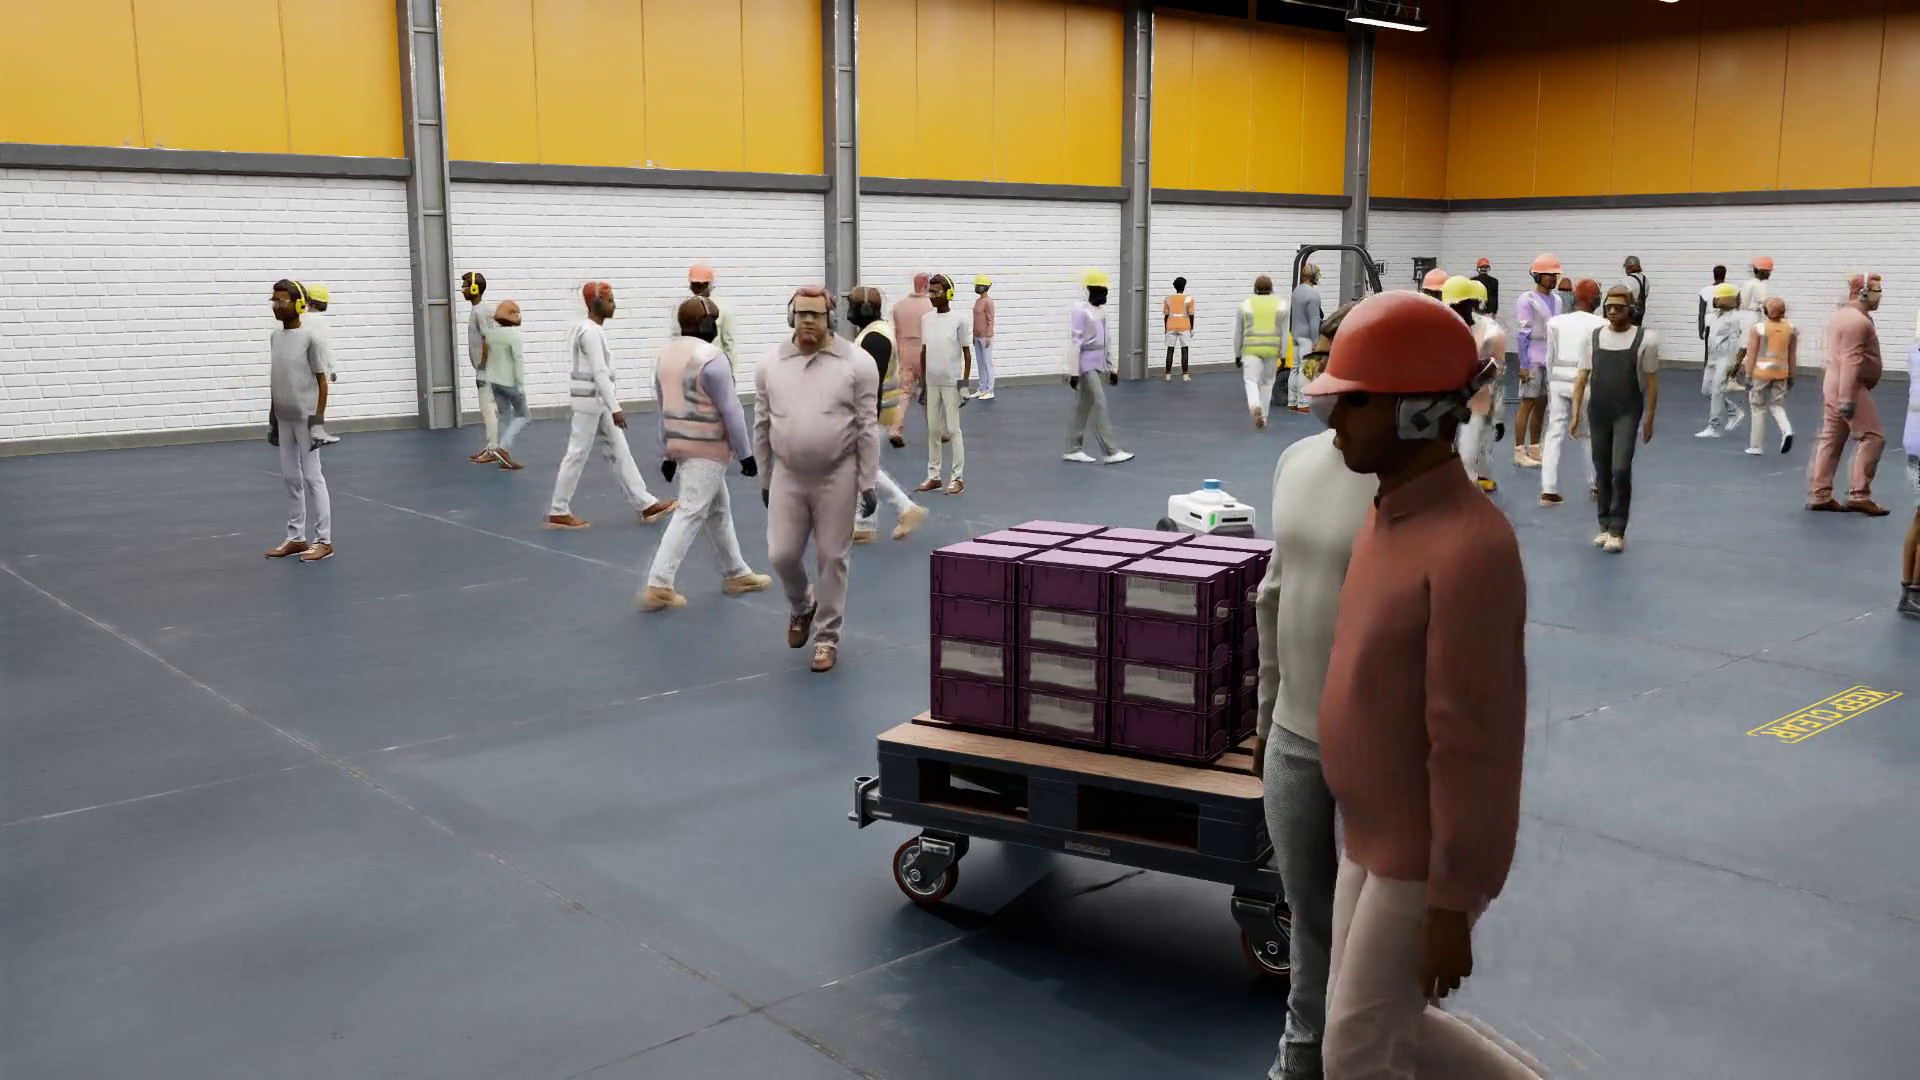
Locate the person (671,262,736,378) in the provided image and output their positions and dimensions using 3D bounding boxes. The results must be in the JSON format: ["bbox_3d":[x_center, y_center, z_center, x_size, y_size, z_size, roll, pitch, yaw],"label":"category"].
[{"bbox_3d":[-2.391,-1.614,15.593,0.625,1.973,0.829,3,10,15],"label":"person"}]

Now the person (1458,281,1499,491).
[{"bbox_3d":[4.387,-1.304,14.226,0.600,1.809,0.607,9,13,42],"label":"person"}]

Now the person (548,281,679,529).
[{"bbox_3d":[-2.620,-0.986,12.317,0.992,1.826,0.583,-1,10,-4],"label":"person"}]

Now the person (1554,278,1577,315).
[{"bbox_3d":[10.948,-3.938,30.185,0.507,1.632,0.275,2,10,10],"label":"person"}]

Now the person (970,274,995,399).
[{"bbox_3d":[0.316,-2.876,23.574,0.309,1.772,0.525,-5,11,-25],"label":"person"}]

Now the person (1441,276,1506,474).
[{"bbox_3d":[3.622,-0.954,11.982,0.624,1.890,0.820,5,11,28],"label":"person"}]

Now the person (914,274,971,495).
[{"bbox_3d":[-0.148,-1.320,14.169,0.539,1.869,0.313,7,12,34],"label":"person"}]

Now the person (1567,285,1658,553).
[{"bbox_3d":[4.463,-0.825,11.416,0.509,1.821,0.715,8,12,38],"label":"person"}]

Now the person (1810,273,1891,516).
[{"bbox_3d":[7.074,-1.132,13.003,0.689,1.883,0.680,3,10,18],"label":"person"}]

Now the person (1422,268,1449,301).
[{"bbox_3d":[4.161,-1.435,14.705,0.564,1.919,0.727,1,10,7],"label":"person"}]

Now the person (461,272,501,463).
[{"bbox_3d":[-4.699,-1.685,16.311,0.309,1.868,0.535,-3,10,-15],"label":"person"}]

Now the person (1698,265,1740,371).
[{"bbox_3d":[11.832,-3.340,25.945,0.598,1.893,0.817,4,11,23],"label":"person"}]

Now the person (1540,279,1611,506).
[{"bbox_3d":[5.062,-1.210,13.618,0.587,1.829,0.972,9,13,41],"label":"person"}]

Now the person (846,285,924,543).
[{"bbox_3d":[-0.599,-0.858,11.603,0.541,1.825,0.640,-1,10,-8],"label":"person"}]

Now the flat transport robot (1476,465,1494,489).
[{"bbox_3d":[3.906,-0.599,14.623,1.431,0.197,0.652,2,10,10],"label":"flat transport robot"}]

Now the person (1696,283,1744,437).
[{"bbox_3d":[8.561,-2.007,18.614,0.516,1.728,0.486,-1,10,-7],"label":"person"}]

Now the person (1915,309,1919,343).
[{"bbox_3d":[10.409,-1.911,17.737,0.404,1.832,0.594,1,10,7],"label":"person"}]

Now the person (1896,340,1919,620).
[{"bbox_3d":[5.496,-0.497,9.305,0.365,1.898,0.705,1,10,6],"label":"person"}]

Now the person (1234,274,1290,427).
[{"bbox_3d":[3.521,-2.183,19.411,0.621,1.821,0.764,1,10,4],"label":"person"}]

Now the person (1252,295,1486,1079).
[{"bbox_3d":[0.851,0.447,3.619,0.372,1.940,0.630,-5,11,-28],"label":"person"}]

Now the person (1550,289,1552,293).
[{"bbox_3d":[9.641,-3.484,27.523,0.498,1.634,0.280,4,10,21],"label":"person"}]

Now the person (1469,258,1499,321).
[{"bbox_3d":[9.773,-4.283,31.181,0.609,1.986,0.401,-1,10,-3],"label":"person"}]

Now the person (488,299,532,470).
[{"bbox_3d":[-4.266,-1.450,15.662,0.493,1.617,0.376,7,12,37],"label":"person"}]

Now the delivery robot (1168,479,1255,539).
[{"bbox_3d":[1.648,-0.156,10.920,0.477,0.478,0.707,-3,10,-17],"label":"delivery robot"}]

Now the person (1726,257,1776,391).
[{"bbox_3d":[11.929,-3.212,24.848,0.880,2.002,0.621,2,10,10],"label":"person"}]

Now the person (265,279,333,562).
[{"bbox_3d":[-4.427,-0.793,11.072,0.508,1.876,0.328,5,11,27],"label":"person"}]

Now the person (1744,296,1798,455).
[{"bbox_3d":[8.197,-1.642,16.786,0.516,1.624,0.491,0,10,-3],"label":"person"}]

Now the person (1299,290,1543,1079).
[{"bbox_3d":[0.895,0.534,3.039,0.718,1.971,0.622,0,10,0],"label":"person"}]

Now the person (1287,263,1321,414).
[{"bbox_3d":[4.443,-2.576,21.366,0.362,1.934,0.629,-2,10,-13],"label":"person"}]

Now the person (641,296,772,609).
[{"bbox_3d":[-1.515,-0.519,9.693,0.952,1.802,0.619,-7,12,-36],"label":"person"}]

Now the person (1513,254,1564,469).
[{"bbox_3d":[5.564,-1.707,15.930,0.608,2.044,0.372,-8,12,-37],"label":"person"}]

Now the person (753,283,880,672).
[{"bbox_3d":[-0.705,-0.308,8.183,0.650,1.891,0.478,1,10,6],"label":"person"}]

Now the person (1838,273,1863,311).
[{"bbox_3d":[13.509,-3.149,25.182,0.324,1.767,0.533,-2,10,-10],"label":"person"}]

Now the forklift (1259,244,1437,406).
[{"bbox_3d":[5.256,-2.933,22.661,2.313,2.155,1.214,3,10,16],"label":"forklift"}]

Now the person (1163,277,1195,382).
[{"bbox_3d":[3.532,-3.395,26.851,0.532,1.691,0.321,4,11,23],"label":"person"}]

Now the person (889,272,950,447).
[{"bbox_3d":[-0.449,-1.919,17.708,0.649,1.867,0.970,5,11,27],"label":"person"}]

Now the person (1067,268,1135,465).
[{"bbox_3d":[1.401,-1.669,16.120,0.871,1.893,0.612,5,11,28],"label":"person"}]

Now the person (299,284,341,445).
[{"bbox_3d":[-6.801,-1.809,17.459,0.543,1.721,0.811,7,12,35],"label":"person"}]

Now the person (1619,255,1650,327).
[{"bbox_3d":[11.784,-4.001,29.364,0.681,2.000,0.538,-7,12,-36],"label":"person"}]
